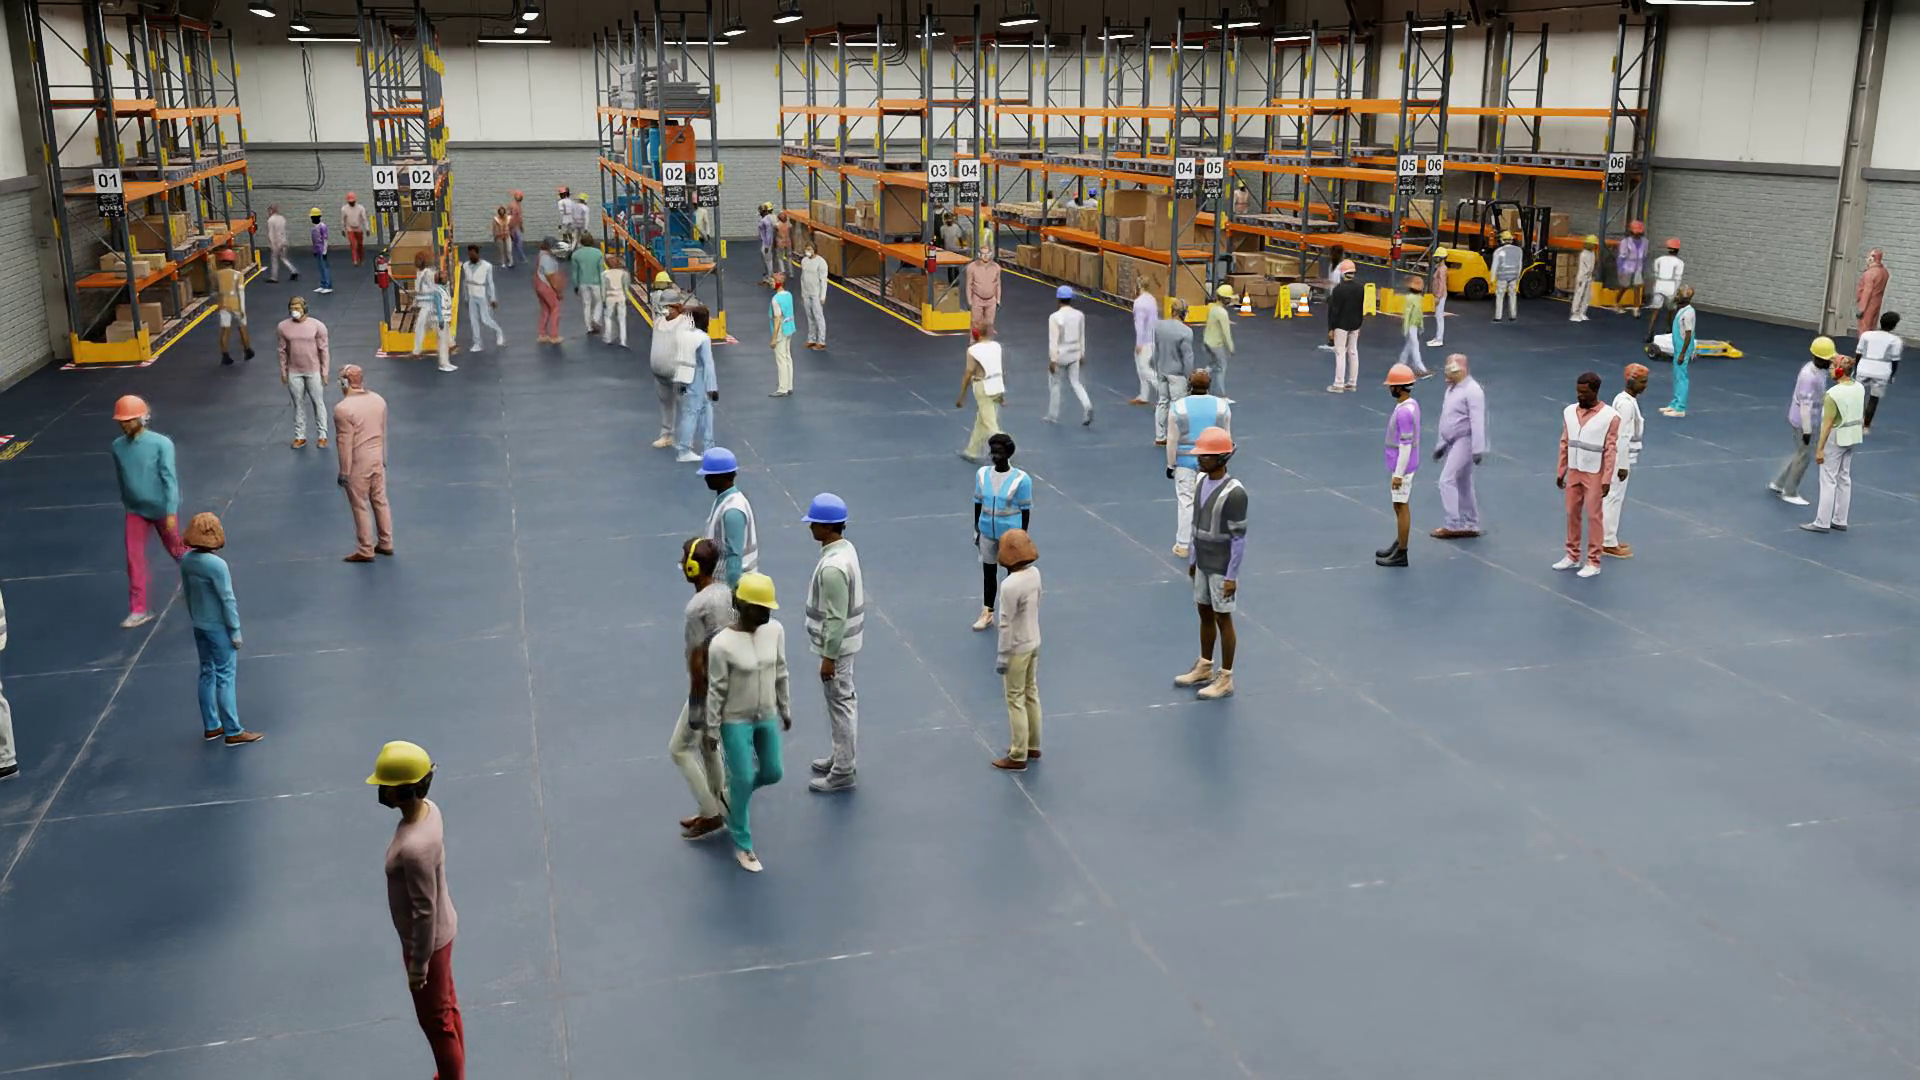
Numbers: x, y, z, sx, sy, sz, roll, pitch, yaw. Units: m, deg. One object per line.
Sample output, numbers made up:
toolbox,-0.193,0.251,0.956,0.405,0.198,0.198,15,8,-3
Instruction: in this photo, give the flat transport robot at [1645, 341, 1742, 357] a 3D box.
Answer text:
flat transport robot,12.704,-3.322,28.808,1.431,0.197,0.652,2,16,7

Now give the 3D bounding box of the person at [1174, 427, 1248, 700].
person,1.863,0.169,12.294,0.394,2.044,0.609,-6,16,-21

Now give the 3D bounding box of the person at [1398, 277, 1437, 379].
person,7.306,-3.372,26.487,0.706,1.591,0.543,9,17,31

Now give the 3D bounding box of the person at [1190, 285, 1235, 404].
person,3.682,-2.823,24.103,0.718,1.744,0.614,-5,16,-19

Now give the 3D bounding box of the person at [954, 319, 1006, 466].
person,0.224,-1.748,19.975,0.935,1.795,0.569,10,18,33

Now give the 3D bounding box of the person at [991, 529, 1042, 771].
person,0.388,0.722,11.020,0.280,1.624,0.494,7,16,24

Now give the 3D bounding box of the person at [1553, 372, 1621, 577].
person,5.851,-0.624,15.550,0.407,1.907,0.598,-9,18,-31

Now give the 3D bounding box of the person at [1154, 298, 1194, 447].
person,2.702,-2.088,21.021,0.382,1.928,0.639,-11,19,-36

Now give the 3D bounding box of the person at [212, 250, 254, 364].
person,-12.291,-3.933,28.042,0.553,1.895,0.980,-1,15,-2

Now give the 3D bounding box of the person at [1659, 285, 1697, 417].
person,10.064,-2.636,23.230,0.351,1.846,0.506,4,15,15

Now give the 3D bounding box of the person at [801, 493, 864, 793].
person,-0.808,0.650,10.669,0.388,1.947,0.613,0,15,0

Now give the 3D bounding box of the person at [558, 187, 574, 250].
person,-11.134,-8.966,46.894,0.371,1.928,0.543,7,17,26

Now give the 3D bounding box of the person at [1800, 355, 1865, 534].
person,8.970,-0.971,16.989,0.561,1.838,0.395,-9,17,-29

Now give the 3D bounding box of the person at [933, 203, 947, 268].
person,-0.516,-8.083,43.726,0.511,1.844,0.328,12,19,38

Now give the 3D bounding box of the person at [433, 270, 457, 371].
person,-8.452,-3.586,27.200,0.310,1.638,0.522,-1,15,-4

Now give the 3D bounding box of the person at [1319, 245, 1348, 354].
person,6.643,-4.235,29.183,0.442,1.883,0.893,-4,15,-15

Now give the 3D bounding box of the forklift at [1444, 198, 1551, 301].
forklift,11.913,-6.508,37.130,2.313,2.155,1.214,-4,15,-15

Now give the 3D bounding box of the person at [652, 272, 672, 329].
person,-4.631,-3.309,25.964,0.313,1.741,0.487,-9,18,-32

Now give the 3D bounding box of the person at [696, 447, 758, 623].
person,-1.682,0.272,12.122,0.421,1.938,0.605,-4,15,-15

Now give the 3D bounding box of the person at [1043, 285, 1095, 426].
person,1.487,-2.483,22.527,0.613,1.919,0.833,-10,18,-34

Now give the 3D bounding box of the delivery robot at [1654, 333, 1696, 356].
delivery robot,12.081,-3.322,28.105,0.477,0.478,0.707,-5,16,-17

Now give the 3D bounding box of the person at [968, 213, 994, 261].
person,0.473,-6.278,36.838,0.615,1.900,0.703,3,15,12

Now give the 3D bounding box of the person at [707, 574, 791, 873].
person,-1.261,1.019,9.679,0.555,1.739,0.517,-13,20,-41

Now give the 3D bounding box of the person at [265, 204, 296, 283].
person,-16.513,-7.156,40.153,0.608,1.888,0.680,2,15,8

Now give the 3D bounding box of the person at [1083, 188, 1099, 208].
person,3.653,-8.773,46.130,0.616,1.944,0.389,10,18,34

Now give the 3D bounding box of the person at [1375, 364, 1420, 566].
person,4.162,-0.705,15.799,0.376,1.933,0.545,5,16,17

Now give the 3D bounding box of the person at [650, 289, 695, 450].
person,-3.656,-2.154,21.041,0.682,2.000,0.538,10,18,32

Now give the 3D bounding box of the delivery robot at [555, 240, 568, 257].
delivery robot,-10.985,-8.041,45.864,0.477,0.478,0.707,-3,15,-10

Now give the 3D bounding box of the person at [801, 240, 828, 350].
person,-2.587,-4.333,29.462,0.628,1.932,0.368,14,21,43

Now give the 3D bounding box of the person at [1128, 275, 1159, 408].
person,2.761,-2.825,23.851,0.682,1.913,0.669,7,16,24

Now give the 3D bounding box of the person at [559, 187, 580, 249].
person,-11.613,-9.538,49.289,0.533,1.815,0.639,-2,15,-6

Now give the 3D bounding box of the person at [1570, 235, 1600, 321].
person,12.488,-5.221,33.215,0.508,1.711,0.494,-14,20,-42

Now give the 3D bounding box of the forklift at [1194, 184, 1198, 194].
forklift,7.392,-11.333,53.972,1.873,2.768,1.129,-4,15,-15

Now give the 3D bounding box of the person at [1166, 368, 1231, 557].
person,2.297,-0.743,16.116,0.621,1.845,0.429,-1,15,-4

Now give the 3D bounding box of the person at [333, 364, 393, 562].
person,-5.762,-0.739,15.976,0.403,1.906,0.651,5,16,19

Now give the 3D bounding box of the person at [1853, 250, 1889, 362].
person,15.230,-3.909,27.905,0.651,1.906,0.403,-11,19,-36
